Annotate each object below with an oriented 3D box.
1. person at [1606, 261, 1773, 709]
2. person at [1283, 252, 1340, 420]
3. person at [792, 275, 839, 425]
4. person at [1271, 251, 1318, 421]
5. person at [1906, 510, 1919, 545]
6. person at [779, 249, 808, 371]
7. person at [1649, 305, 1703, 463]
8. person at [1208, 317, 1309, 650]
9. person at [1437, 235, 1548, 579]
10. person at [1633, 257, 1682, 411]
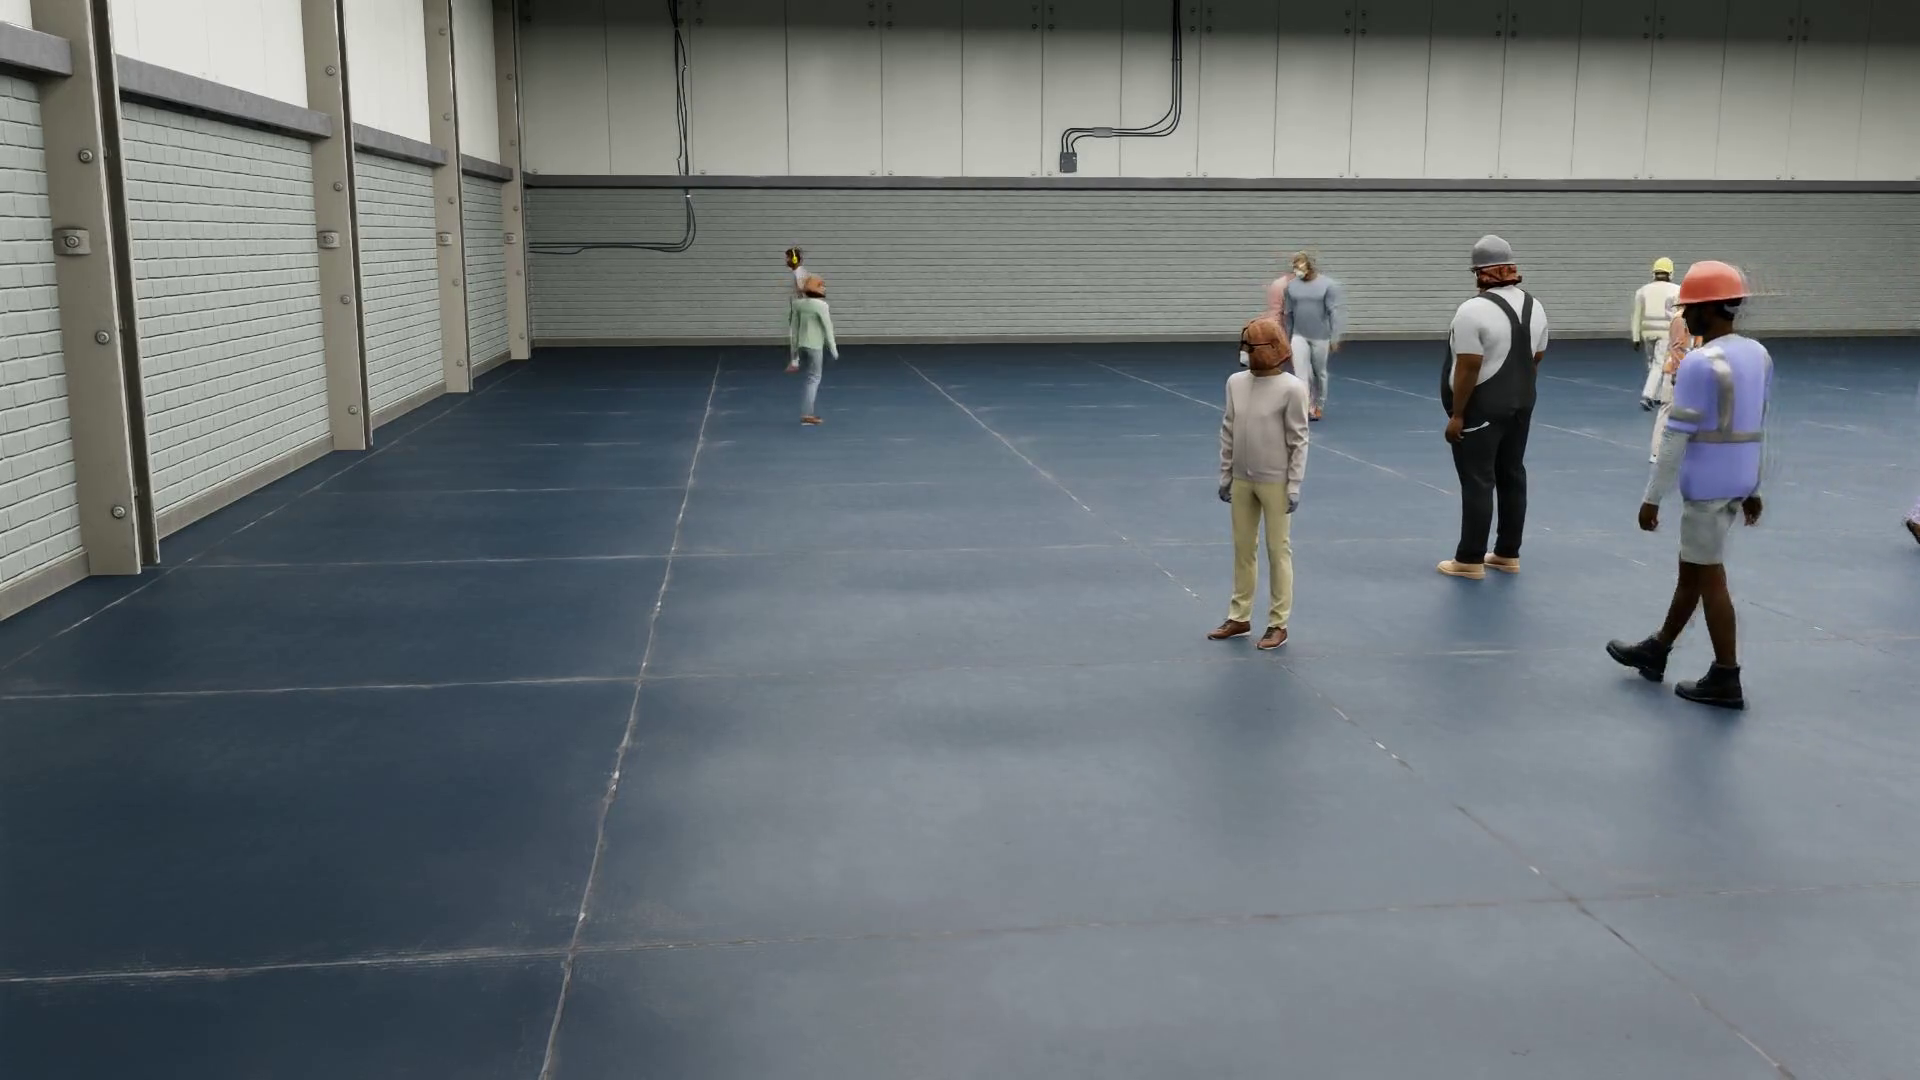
[{"bbox_3d":[3.169,-0.249,7.275,0.568,1.917,0.708,-8,13,-36],"label":"person"},{"bbox_3d":[3.826,-2.200,18.143,0.665,1.866,1.042,5,12,27],"label":"person"},{"bbox_3d":[-1.566,-2.058,18.029,0.497,1.615,0.524,-9,14,-40],"label":"person"},{"bbox_3d":[3.756,-2.297,18.626,0.645,1.872,0.954,-2,10,-10],"label":"person"},{"bbox_3d":[6.288,-0.780,10.323,0.652,1.875,0.927,-3,11,-16],"label":"person"},{"bbox_3d":[-2.422,-3.464,25.208,0.728,1.864,0.569,-1,10,-5],"label":"person"},{"bbox_3d":[6.431,-1.479,14.836,0.327,1.627,0.525,9,14,40],"label":"person"},{"bbox_3d":[1.484,-0.279,8.220,0.286,1.632,0.501,-9,13,-40],"label":"person"},{"bbox_3d":[3.124,-0.796,9.935,0.682,2.000,0.536,-6,12,-31],"label":"person"},{"bbox_3d":[8.204,-2.415,19.533,0.930,1.798,0.582,-9,13,-39],"label":"person"}]
